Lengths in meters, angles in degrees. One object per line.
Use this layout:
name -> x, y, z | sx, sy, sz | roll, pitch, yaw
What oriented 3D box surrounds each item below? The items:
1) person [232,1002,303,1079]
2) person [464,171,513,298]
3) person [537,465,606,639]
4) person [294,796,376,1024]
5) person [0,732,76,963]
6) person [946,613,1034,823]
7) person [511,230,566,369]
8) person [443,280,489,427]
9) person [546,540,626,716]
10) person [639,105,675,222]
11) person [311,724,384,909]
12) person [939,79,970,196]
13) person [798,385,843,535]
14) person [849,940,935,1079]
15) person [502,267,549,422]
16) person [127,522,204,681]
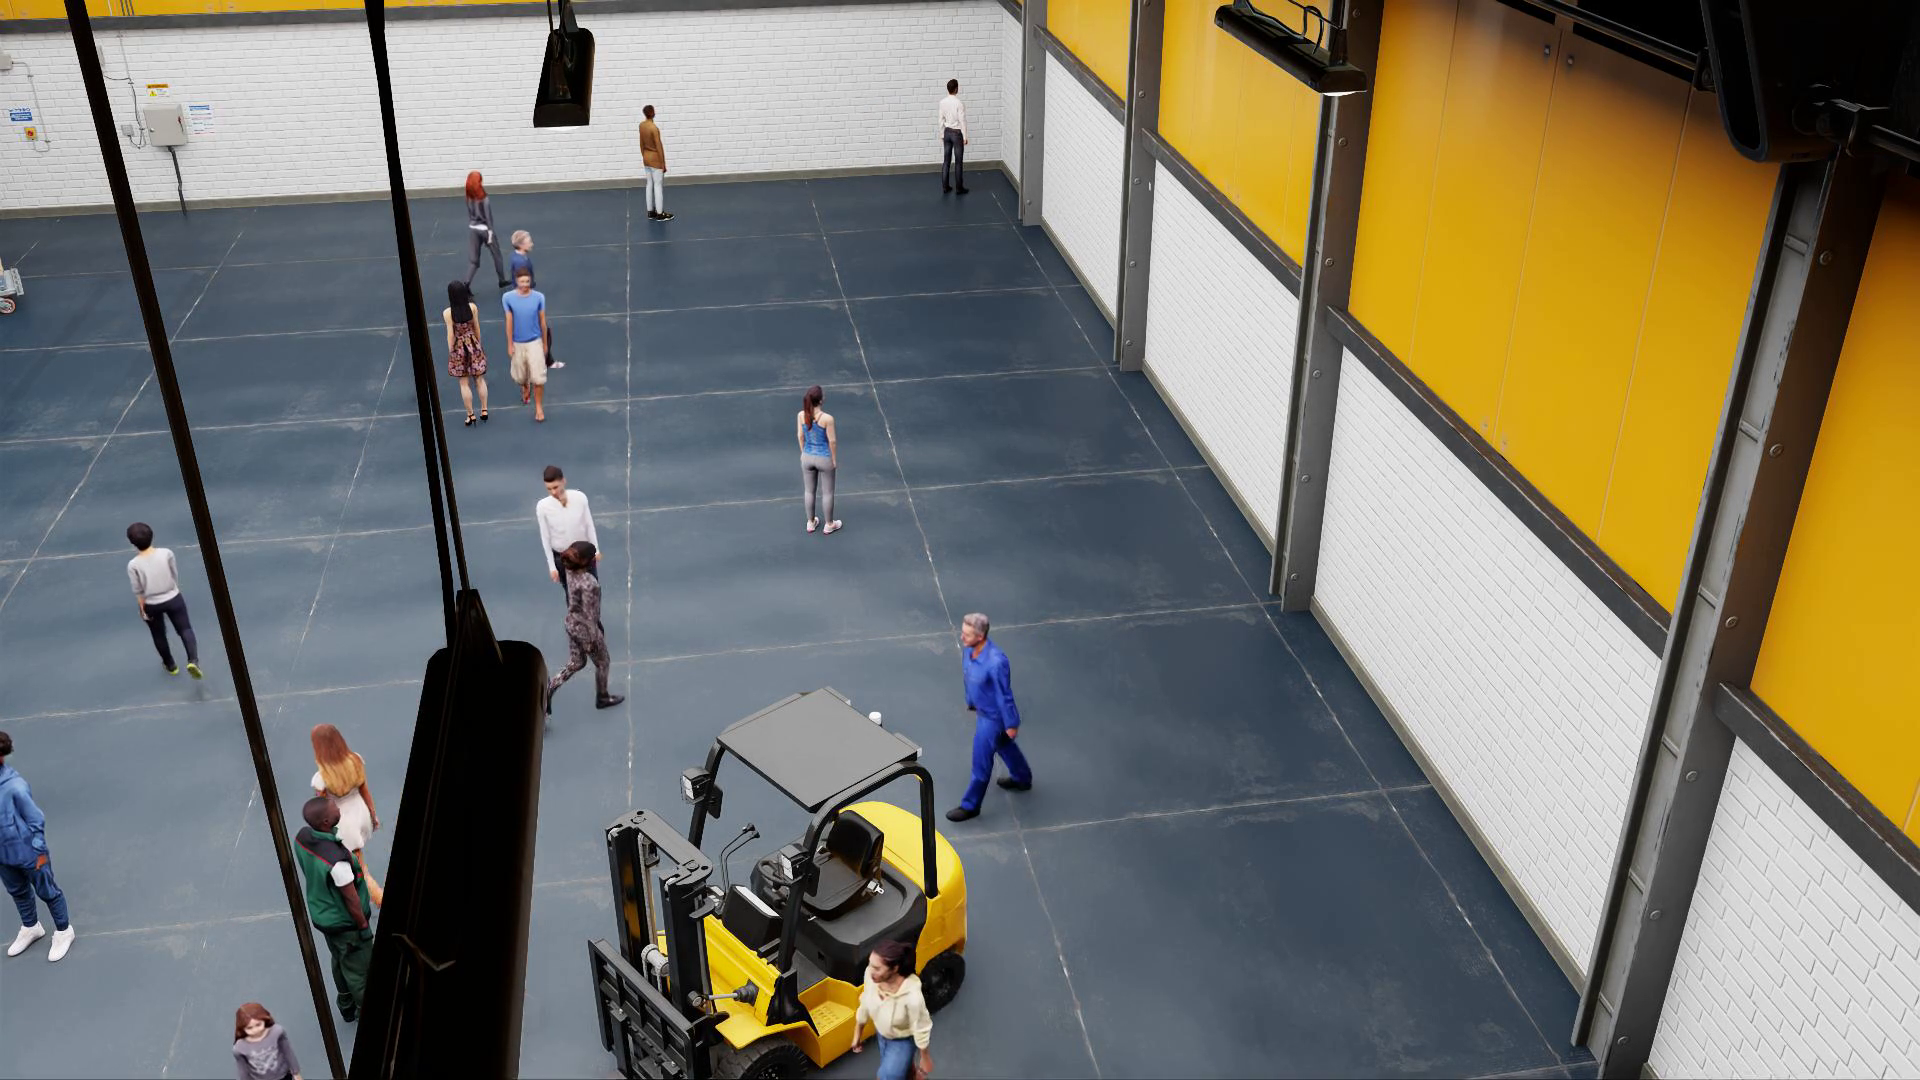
person -> -4.231, 3.218, 10.153 | 0.685, 1.075, 0.827 | -21, 35, -34
person -> -6.698, -4.209, 23.079 | 0.986, 1.736, 1.206 | 10, 30, 18
person -> -3.532, 0.103, 15.061 | 0.728, 1.844, 0.735 | -12, 31, -21
person -> -4.016, 2.428, 10.803 | 0.766, 1.840, 0.844 | 22, 36, 35
person -> -6.511, 2.086, 11.458 | 0.746, 1.814, 0.706 | 5, 29, 9
person -> 0.307, 1.323, 12.893 | 0.950, 1.778, 1.057 | -10, 30, -18
person -> -5.462, -2.924, 20.615 | 0.876, 1.841, 0.850 | -9, 30, -16
person -> -5.734, -2.169, 19.300 | 0.798, 1.774, 0.840 | -24, 37, -37
person -> -3.236, 0.782, 13.969 | 0.934, 1.698, 1.040 | -20, 34, -32
person -> -4.834, -5.952, 26.191 | 0.695, 1.816, 0.783 | 23, 36, 36
person -> -4.234, 2.057, 11.674 | 1.099, 1.658, 1.097 | 15, 32, 26
person -> -0.108, -6.645, 27.404 | 0.724, 1.871, 0.761 | 16, 32, 26
person -> -1.455, -0.825, 17.008 | 0.651, 1.609, 0.678 | 10, 30, 17
person -> -0.314, 3.005, 10.016 | 1.071, 1.581, 1.142 | -22, 36, -35
person -> -5.089, -2.348, 19.553 | 0.673, 1.846, 0.878 | -7, 29, -12
person -> -6.951, 0.564, 14.536 | 0.806, 1.538, 0.980 | -21, 35, -33
